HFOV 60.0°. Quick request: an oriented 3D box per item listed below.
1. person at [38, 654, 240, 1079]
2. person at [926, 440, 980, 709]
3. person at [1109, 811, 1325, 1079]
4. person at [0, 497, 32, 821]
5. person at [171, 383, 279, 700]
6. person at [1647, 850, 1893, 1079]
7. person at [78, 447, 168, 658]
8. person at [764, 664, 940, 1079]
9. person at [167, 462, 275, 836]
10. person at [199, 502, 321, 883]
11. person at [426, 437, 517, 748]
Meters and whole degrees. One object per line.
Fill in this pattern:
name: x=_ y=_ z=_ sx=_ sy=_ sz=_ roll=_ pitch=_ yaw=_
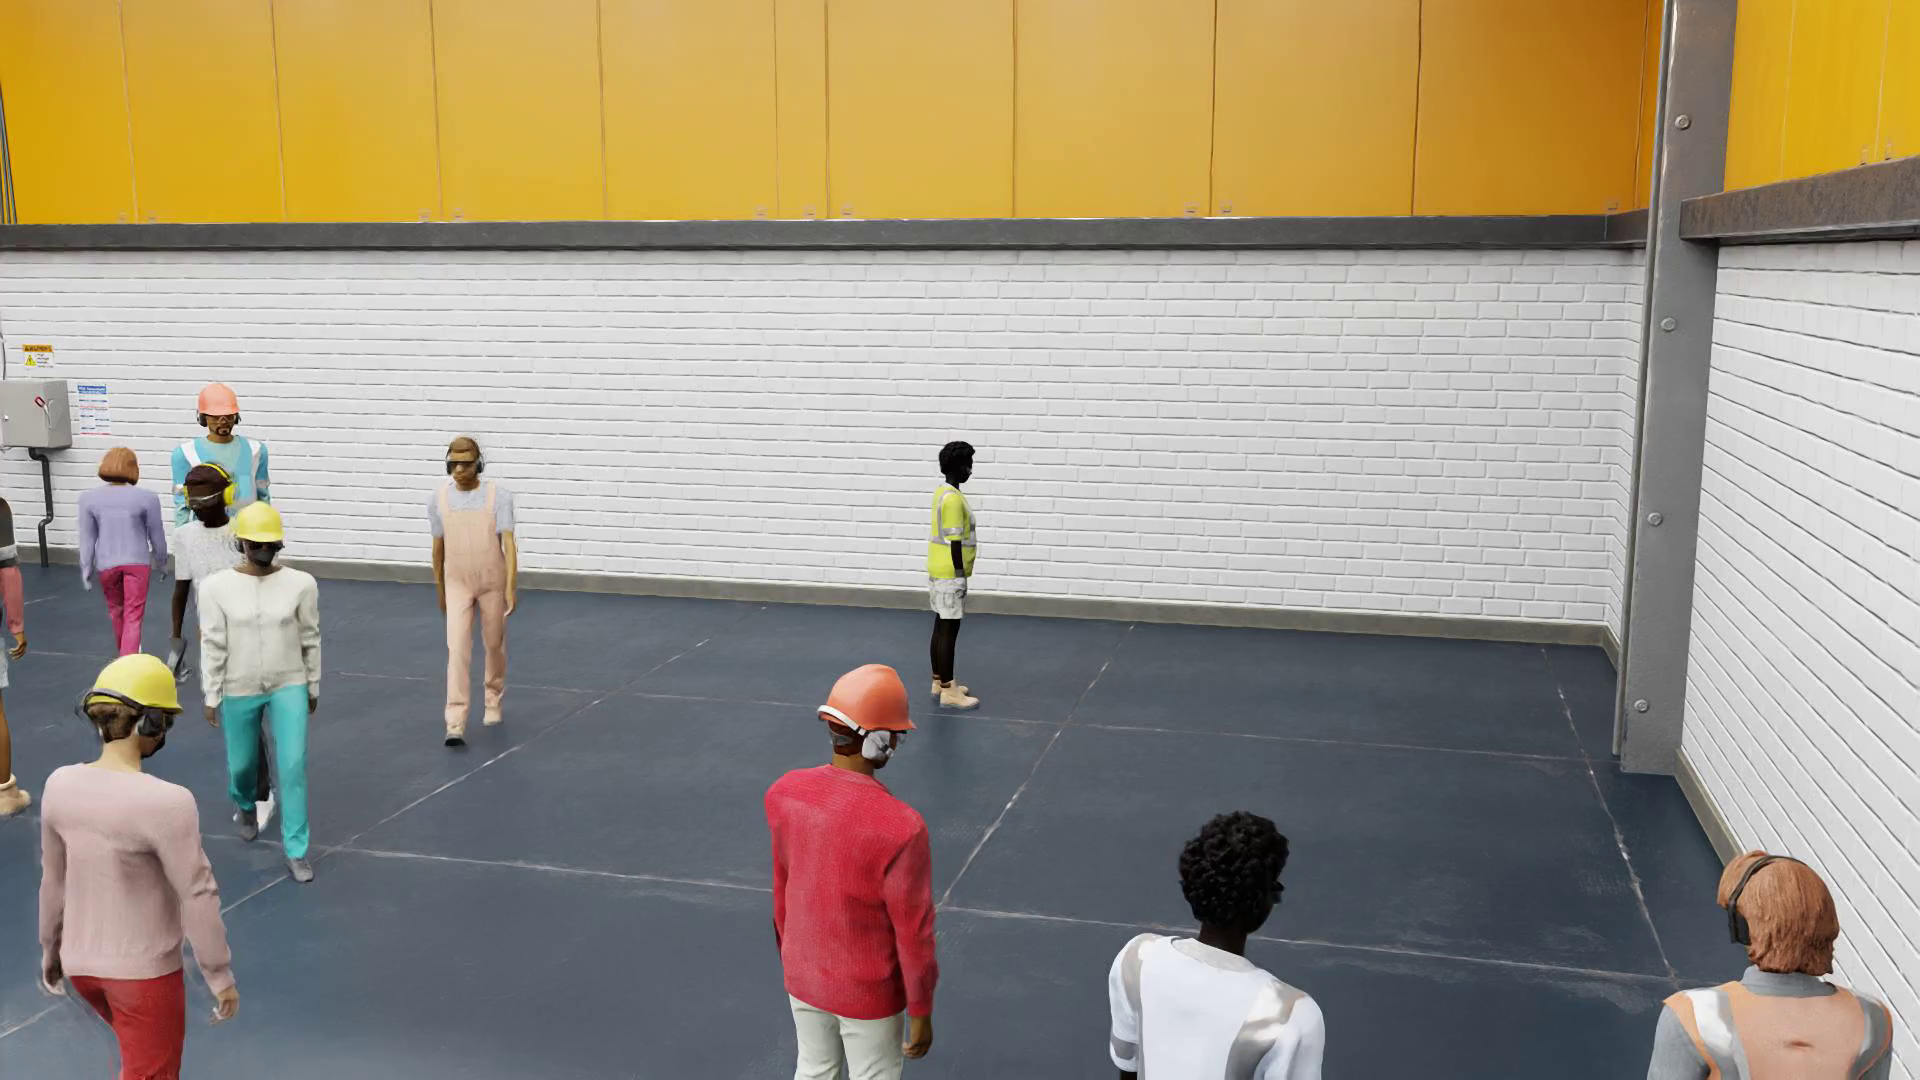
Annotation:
person: x=-2.319 y=1.194 z=4.651 sx=0.636 sy=1.730 sz=0.474 roll=4 pitch=10 yaw=21
person: x=-0.049 y=0.212 z=10.550 sx=0.321 sy=1.692 sz=0.529 roll=-2 pitch=10 yaw=-10
person: x=0.540 y=1.405 z=3.545 sx=0.319 sy=1.687 sz=0.539 roll=-9 pitch=13 yaw=-44
person: x=-5.024 y=0.413 z=8.331 sx=0.615 sy=2.041 sz=0.386 roll=-4 pitch=10 yaw=-21
person: x=-4.709 y=0.008 z=10.717 sx=0.616 sy=2.041 sz=0.380 roll=-9 pitch=13 yaw=-44
person: x=1.648 y=1.447 z=3.459 sx=0.524 sy=1.630 sz=0.324 roll=-1 pitch=10 yaw=-7
person: x=-5.551 y=0.171 z=11.100 sx=0.504 sy=1.577 sz=0.872 roll=-2 pitch=10 yaw=-11
person: x=-0.278 y=1.197 z=4.621 sx=0.573 sy=1.739 sz=0.356 roll=8 pitch=12 yaw=38
person: x=-3.641 y=0.530 z=8.230 sx=0.532 sy=1.839 sz=0.651 roll=2 pitch=10 yaw=9
person: x=-3.243 y=0.666 z=7.742 sx=0.526 sy=1.737 sz=0.775 roll=-5 pitch=11 yaw=-26
person: x=-2.865 y=0.291 z=9.790 sx=0.514 sy=1.792 sz=0.954 roll=-2 pitch=10 yaw=-9
